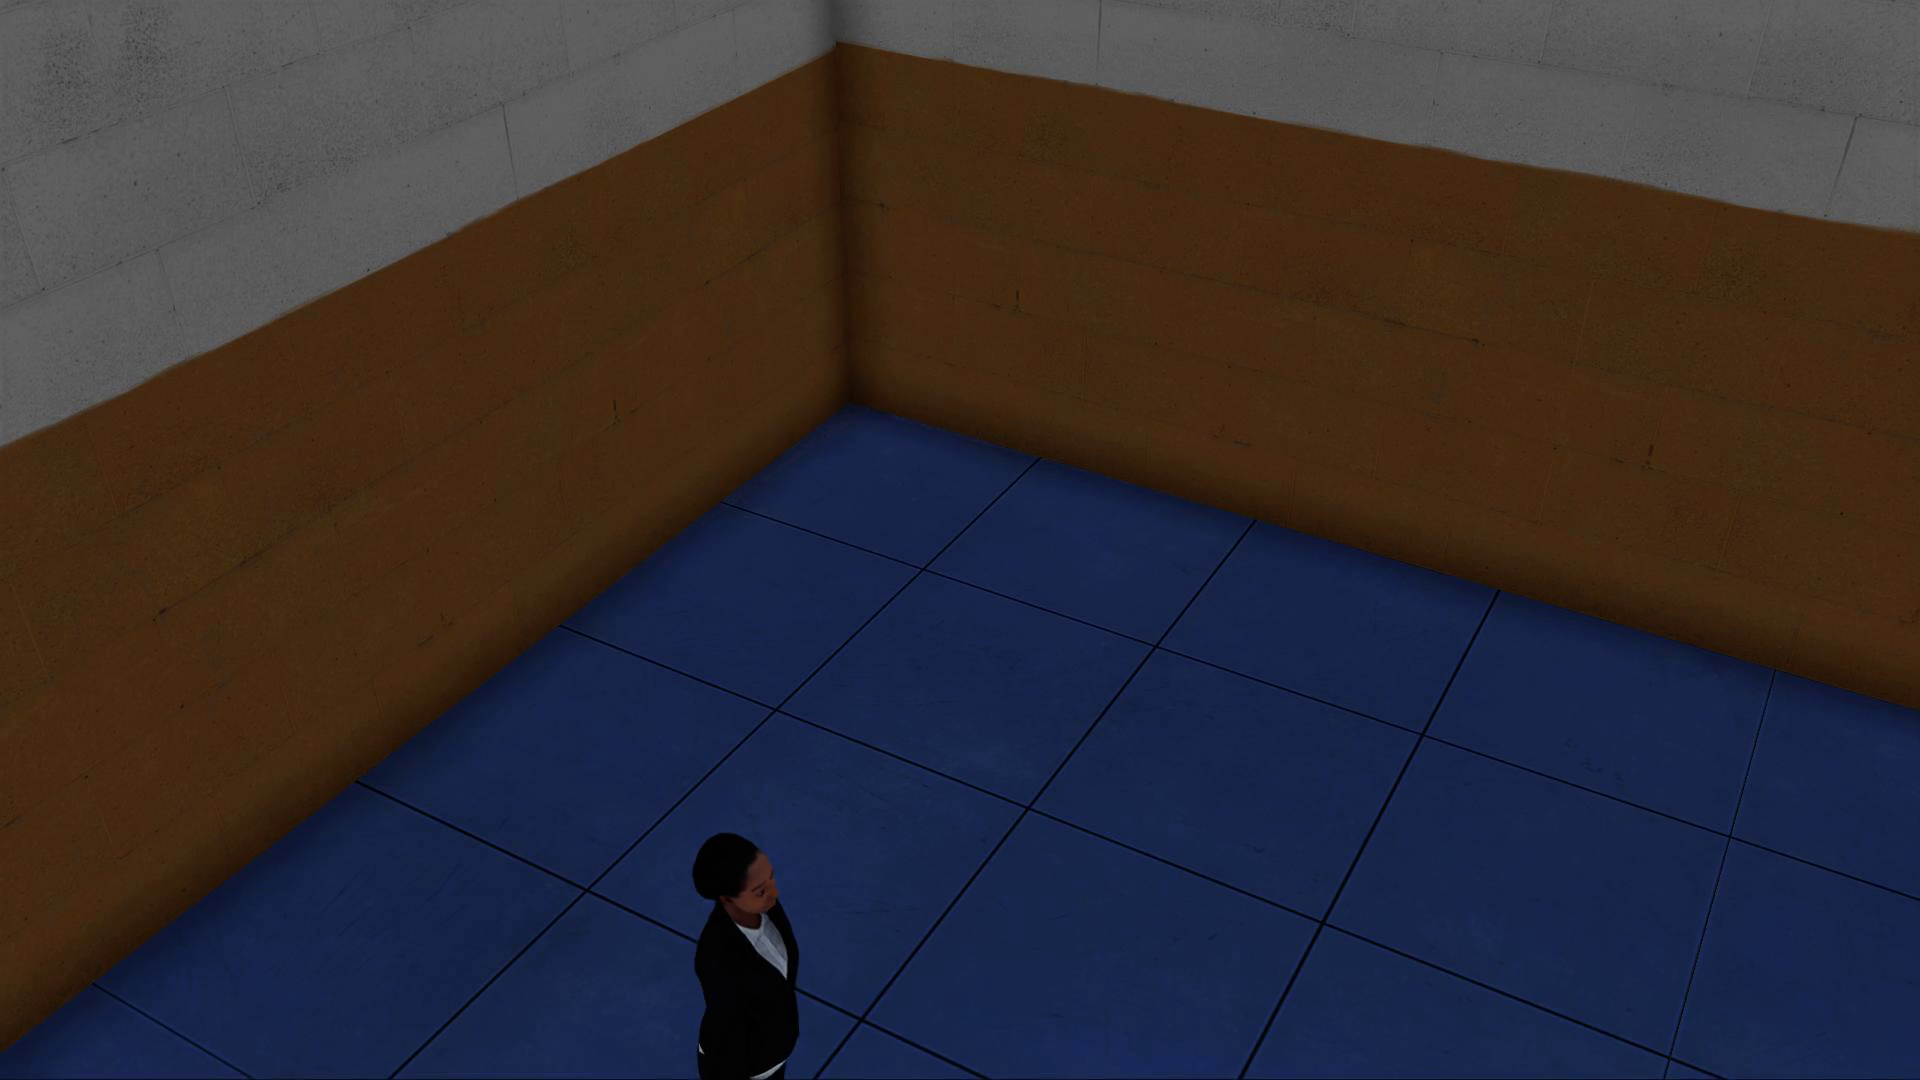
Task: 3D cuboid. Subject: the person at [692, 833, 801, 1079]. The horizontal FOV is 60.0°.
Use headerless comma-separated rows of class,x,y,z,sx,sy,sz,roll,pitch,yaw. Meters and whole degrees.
person,-0.635,1.559,4.960,0.709,1.830,0.567,8,34,12
